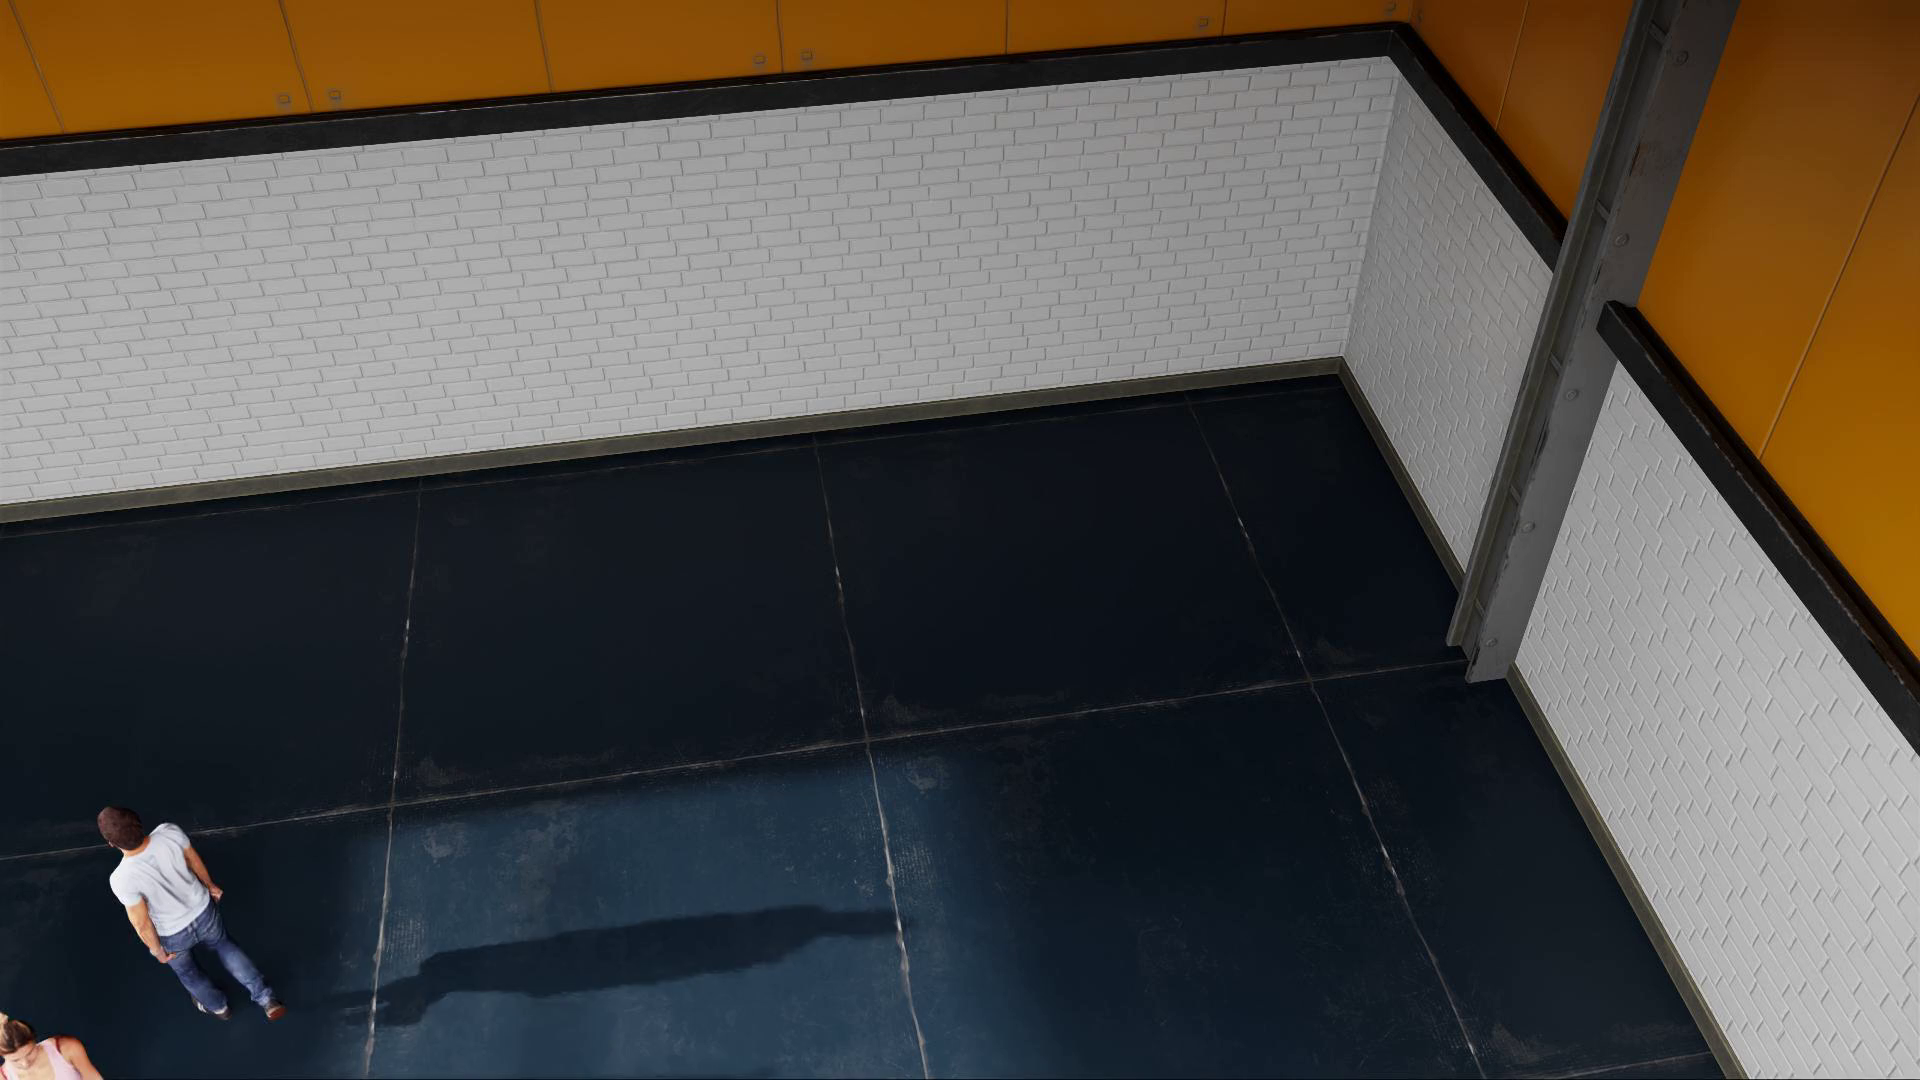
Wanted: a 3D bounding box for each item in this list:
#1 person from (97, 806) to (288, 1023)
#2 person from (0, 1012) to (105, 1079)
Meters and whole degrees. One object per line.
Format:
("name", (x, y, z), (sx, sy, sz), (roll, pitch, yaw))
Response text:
("person", (-4.004, 2.012, 8.697), (1.012, 1.850, 0.986), (21, 47, 20))
("person", (-4.322, 2.723, 8.103), (0.760, 1.640, 0.938), (-23, 48, -22))
